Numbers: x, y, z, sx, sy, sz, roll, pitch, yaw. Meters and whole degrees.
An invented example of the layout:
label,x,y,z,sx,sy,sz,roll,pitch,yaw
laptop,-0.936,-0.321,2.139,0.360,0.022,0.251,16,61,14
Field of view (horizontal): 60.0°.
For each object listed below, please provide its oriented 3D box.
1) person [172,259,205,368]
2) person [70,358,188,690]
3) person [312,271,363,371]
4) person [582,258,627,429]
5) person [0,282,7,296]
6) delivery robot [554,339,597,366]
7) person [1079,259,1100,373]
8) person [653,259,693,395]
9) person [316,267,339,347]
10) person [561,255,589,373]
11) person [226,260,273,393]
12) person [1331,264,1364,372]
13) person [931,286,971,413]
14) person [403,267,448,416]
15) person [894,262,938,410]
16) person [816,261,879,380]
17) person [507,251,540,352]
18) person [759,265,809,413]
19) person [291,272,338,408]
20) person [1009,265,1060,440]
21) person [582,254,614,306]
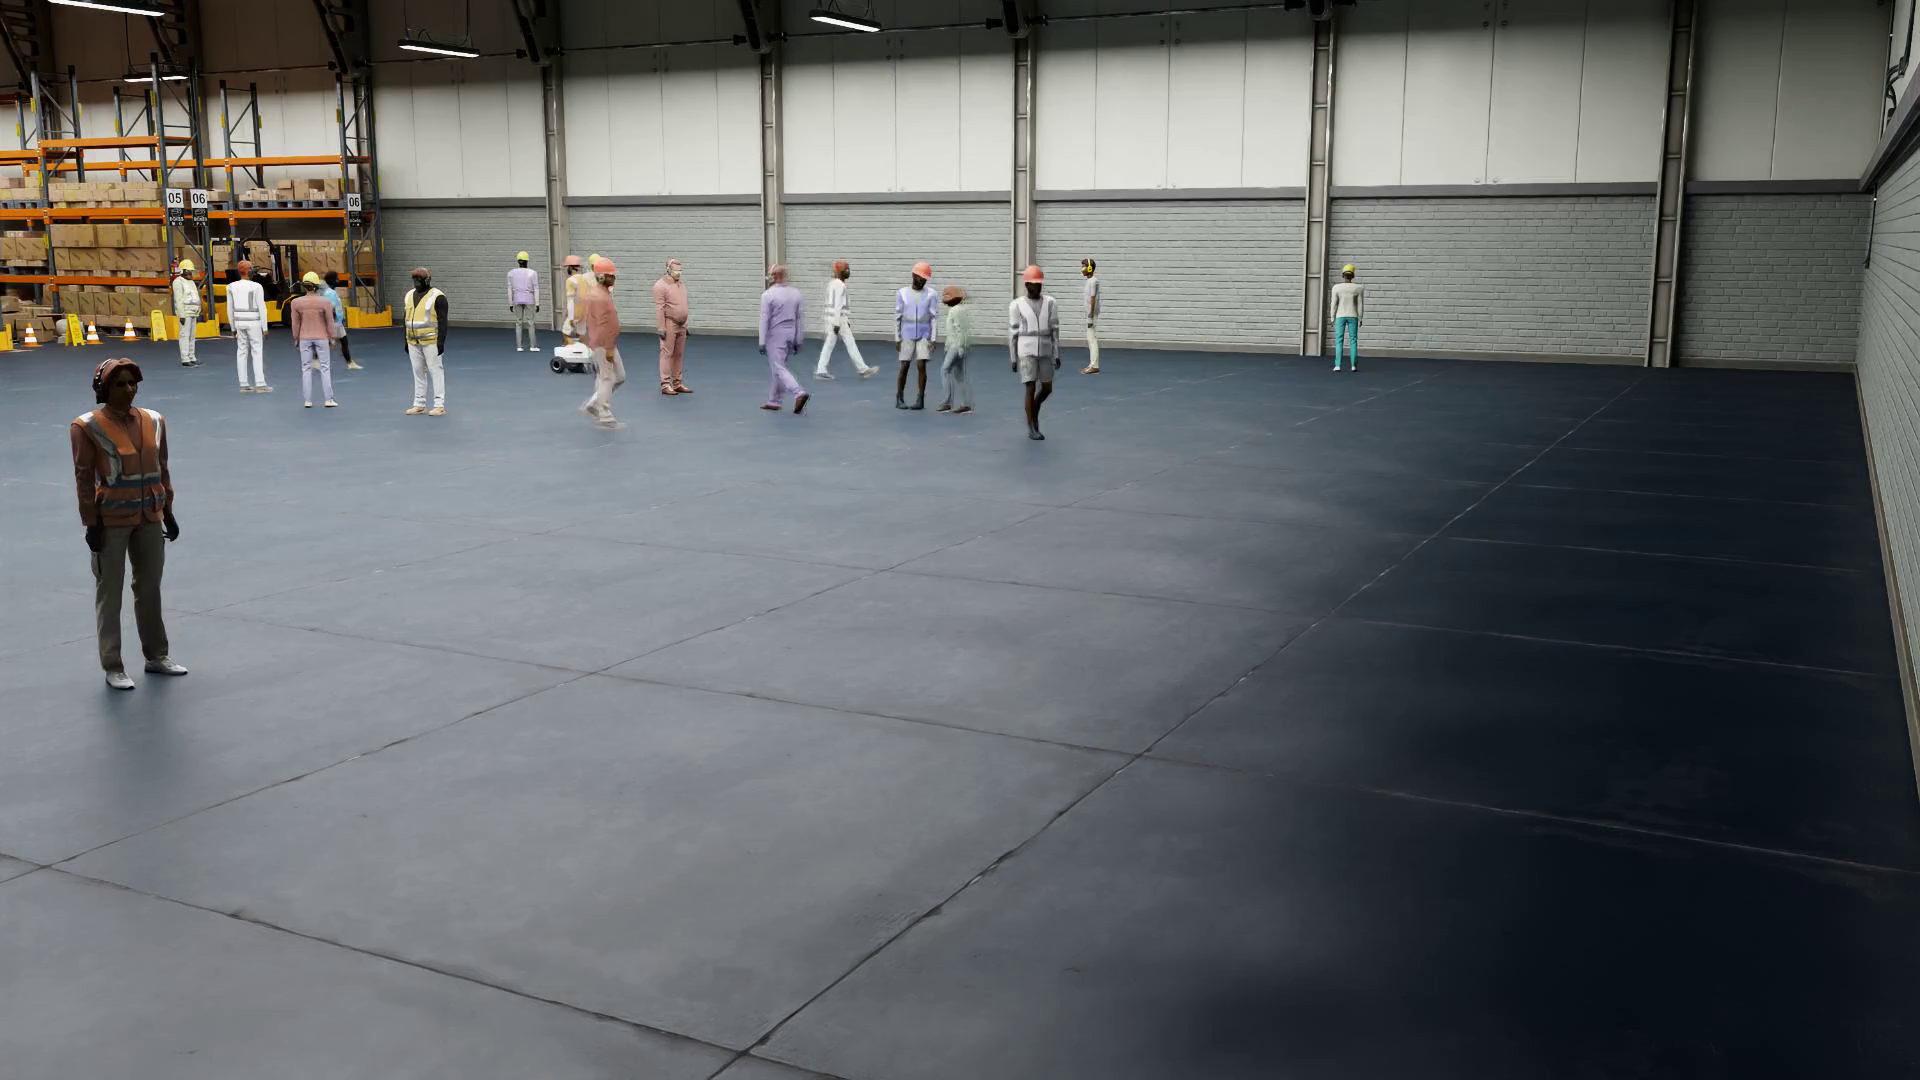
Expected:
label,x,y,z,sx,sy,sz,roll,pitch,yaw
person,-13.145,-3.854,28.339,0.404,1.829,0.592,0,10,-2
person,-4.160,-0.087,8.320,0.308,1.638,0.515,5,12,26
person,-10.400,-3.619,27.519,0.827,1.664,0.539,-3,11,-16
person,-4.091,-2.249,19.175,0.461,1.978,0.620,-1,10,-3
person,-24.845,-6.584,42.649,0.795,2.000,0.691,1,10,7
delivery robot,-6.251,-3.043,27.138,0.707,0.478,0.477,4,11,20
person,2.122,-3.639,27.092,0.312,1.861,0.507,0,10,-2
person,-4.045,-3.013,23.557,0.409,1.903,0.638,5,12,26
person,-12.860,-4.705,33.570,0.589,1.620,0.505,2,11,11
person,-6.274,-3.678,27.125,0.391,1.917,0.550,5,11,25
person,-10.142,-3.036,23.724,0.584,1.883,0.337,2,11,11
person,6.378,-3.656,27.433,0.531,1.767,0.328,1,10,8
person,-0.146,-2.398,21.007,0.646,1.604,0.523,-1,10,-4
person,-6.690,-2.473,20.773,0.627,1.844,0.429,4,11,20
person,-0.560,-2.618,21.433,0.562,1.906,0.413,-1,10,-3
person,-1.785,-3.403,25.869,1.010,1.823,0.603,-3,11,-15
person,-8.412,-4.592,32.095,0.590,1.926,0.388,0,10,1
person,-2.247,-2.550,21.116,0.888,1.878,0.651,8,13,36
person,-8.417,-2.603,21.690,0.533,1.768,0.310,-2,11,-9
person,0.811,-2.078,18.408,0.571,1.922,0.638,-3,11,-14
person,-6.534,-4.205,30.027,0.606,1.908,0.420,-4,11,-23
